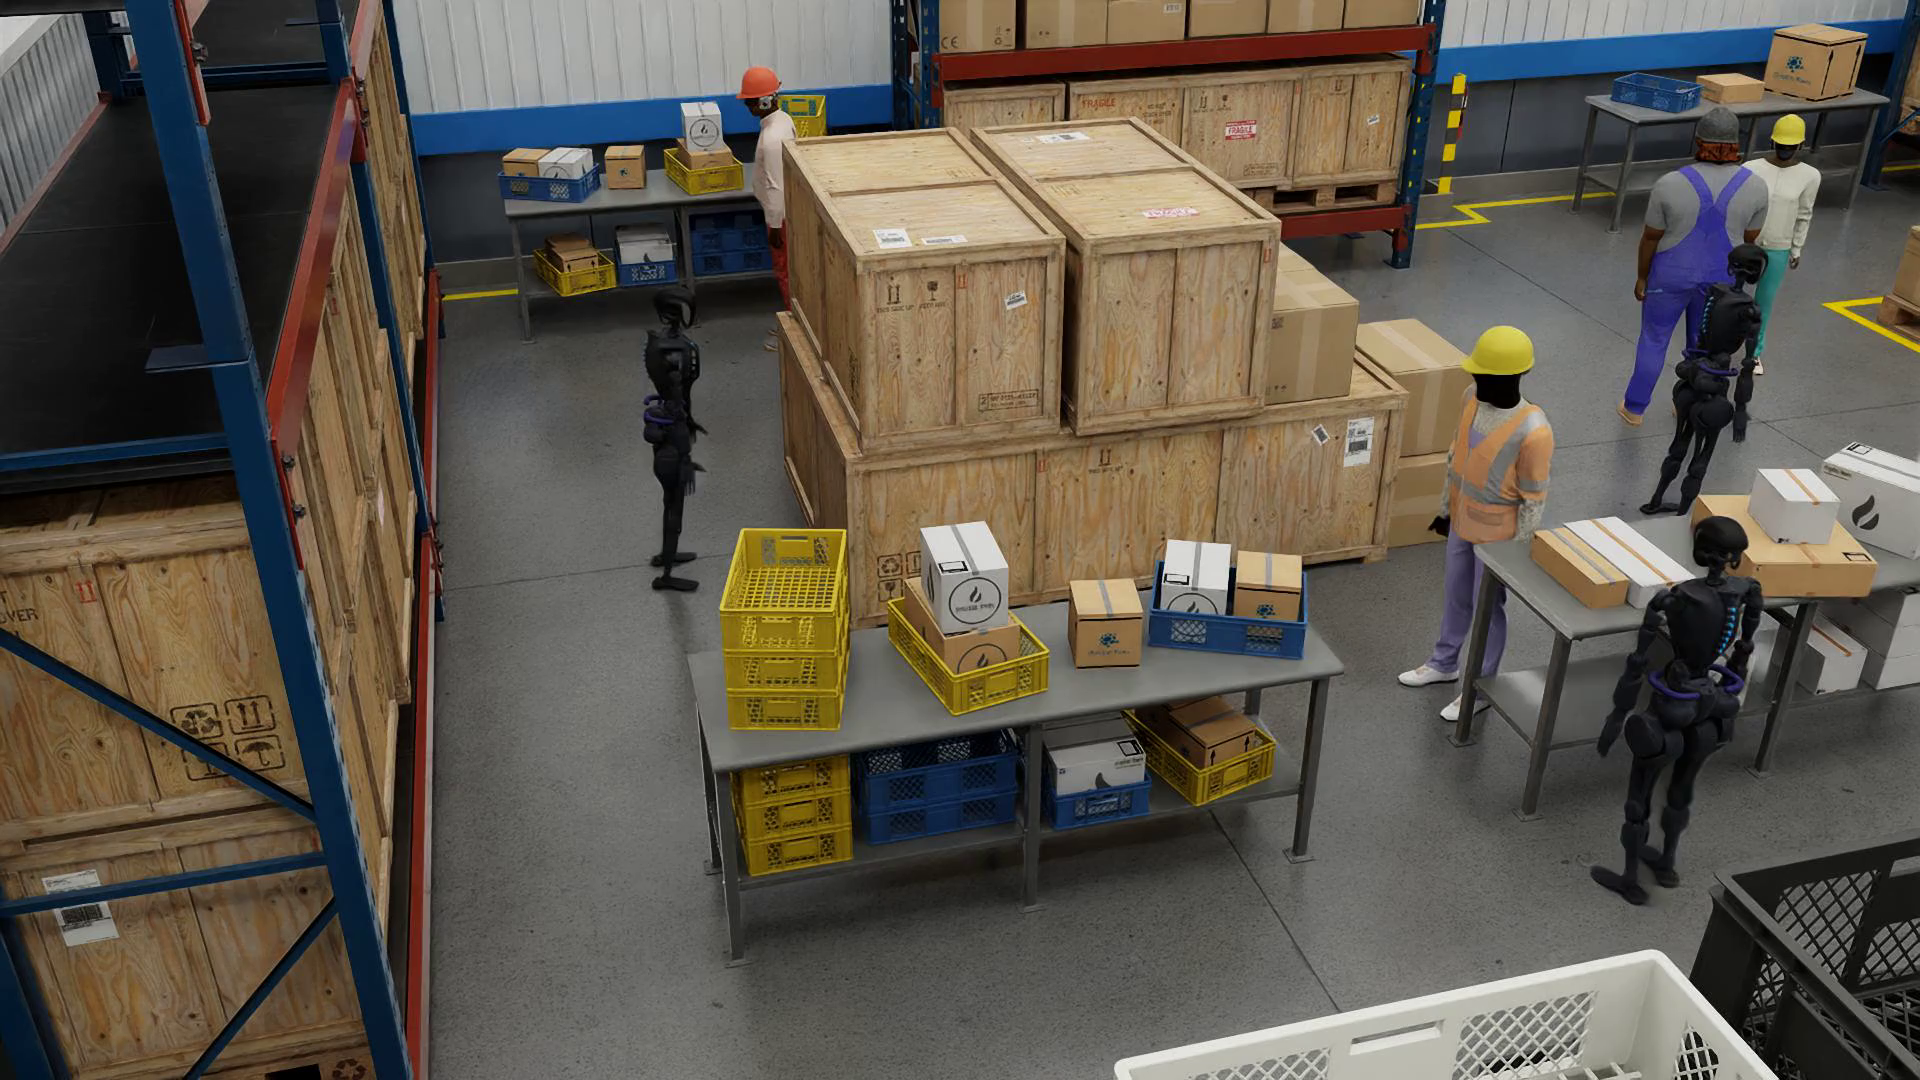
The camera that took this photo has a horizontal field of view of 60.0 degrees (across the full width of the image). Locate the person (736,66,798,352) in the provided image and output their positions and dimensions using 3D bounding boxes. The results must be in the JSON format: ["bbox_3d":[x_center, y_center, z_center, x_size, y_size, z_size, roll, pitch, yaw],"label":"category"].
[{"bbox_3d":[-1.277,-2.264,11.464,0.431,1.977,0.604,0,29,1],"label":"person"}]

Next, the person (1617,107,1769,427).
[{"bbox_3d":[4.535,-1.683,10.338,0.680,2.000,0.536,6,29,10],"label":"person"}]

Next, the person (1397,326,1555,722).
[{"bbox_3d":[2.357,-0.065,7.522,0.379,1.922,0.586,-10,30,-17],"label":"person"}]

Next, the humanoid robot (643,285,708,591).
[{"bbox_3d":[-1.491,-0.541,8.645,0.359,1.646,0.593,-4,29,-8],"label":"humanoid robot"}]

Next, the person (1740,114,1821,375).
[{"bbox_3d":[5.368,-1.966,11.133,0.524,1.768,0.314,9,30,15],"label":"person"}]

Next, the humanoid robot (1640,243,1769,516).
[{"bbox_3d":[4.136,-0.832,9.164,0.339,1.650,0.573,-3,29,-6],"label":"humanoid robot"}]

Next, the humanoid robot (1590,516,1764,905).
[{"bbox_3d":[2.787,0.660,6.456,0.567,1.653,0.318,-8,30,-15],"label":"humanoid robot"}]
